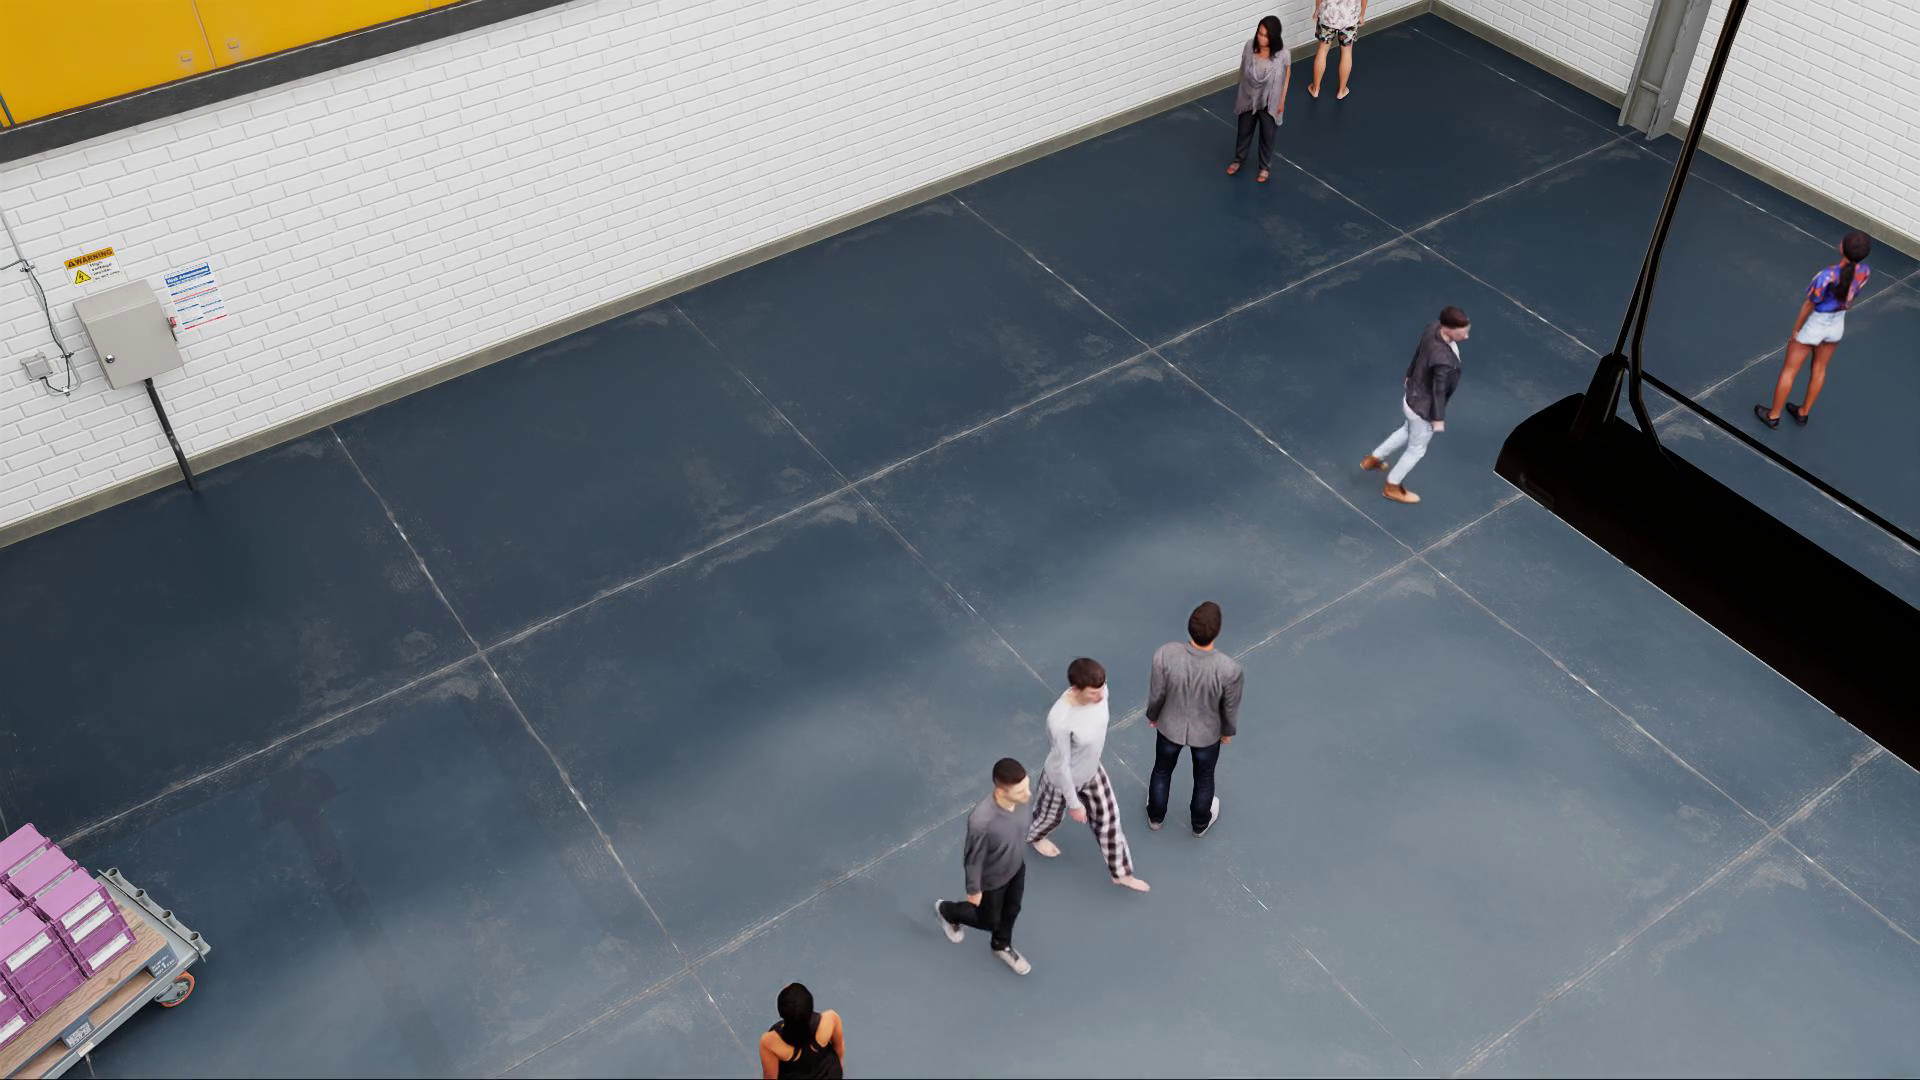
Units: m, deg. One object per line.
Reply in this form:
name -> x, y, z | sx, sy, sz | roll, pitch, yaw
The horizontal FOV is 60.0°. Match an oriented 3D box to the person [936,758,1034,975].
person -> 0.138, 1.742, 9.079 | 0.934, 1.752, 0.780 | 25, 49, 24

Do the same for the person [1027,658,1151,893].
person -> 0.570, 1.281, 9.521 | 1.179, 1.811, 0.796 | 33, 53, 30

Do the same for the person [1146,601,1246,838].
person -> 1.348, 1.066, 9.701 | 0.756, 1.873, 0.840 | 11, 45, 11

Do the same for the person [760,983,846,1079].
person -> -0.755, 2.655, 8.188 | 0.604, 1.659, 0.547 | -19, 47, -19

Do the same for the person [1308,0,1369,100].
person -> 3.736, -5.198, 16.318 | 0.734, 1.816, 0.801 | 8, 44, 8

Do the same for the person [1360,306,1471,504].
person -> 3.280, -0.980, 11.902 | 0.981, 1.798, 0.885 | -7, 44, -7

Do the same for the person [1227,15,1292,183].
person -> 2.779, -4.086, 15.301 | 0.742, 1.608, 0.818 | 18, 47, 18

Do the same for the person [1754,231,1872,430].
person -> 6.503, -1.586, 12.581 | 0.660, 1.740, 0.659 | -5, 44, -6
